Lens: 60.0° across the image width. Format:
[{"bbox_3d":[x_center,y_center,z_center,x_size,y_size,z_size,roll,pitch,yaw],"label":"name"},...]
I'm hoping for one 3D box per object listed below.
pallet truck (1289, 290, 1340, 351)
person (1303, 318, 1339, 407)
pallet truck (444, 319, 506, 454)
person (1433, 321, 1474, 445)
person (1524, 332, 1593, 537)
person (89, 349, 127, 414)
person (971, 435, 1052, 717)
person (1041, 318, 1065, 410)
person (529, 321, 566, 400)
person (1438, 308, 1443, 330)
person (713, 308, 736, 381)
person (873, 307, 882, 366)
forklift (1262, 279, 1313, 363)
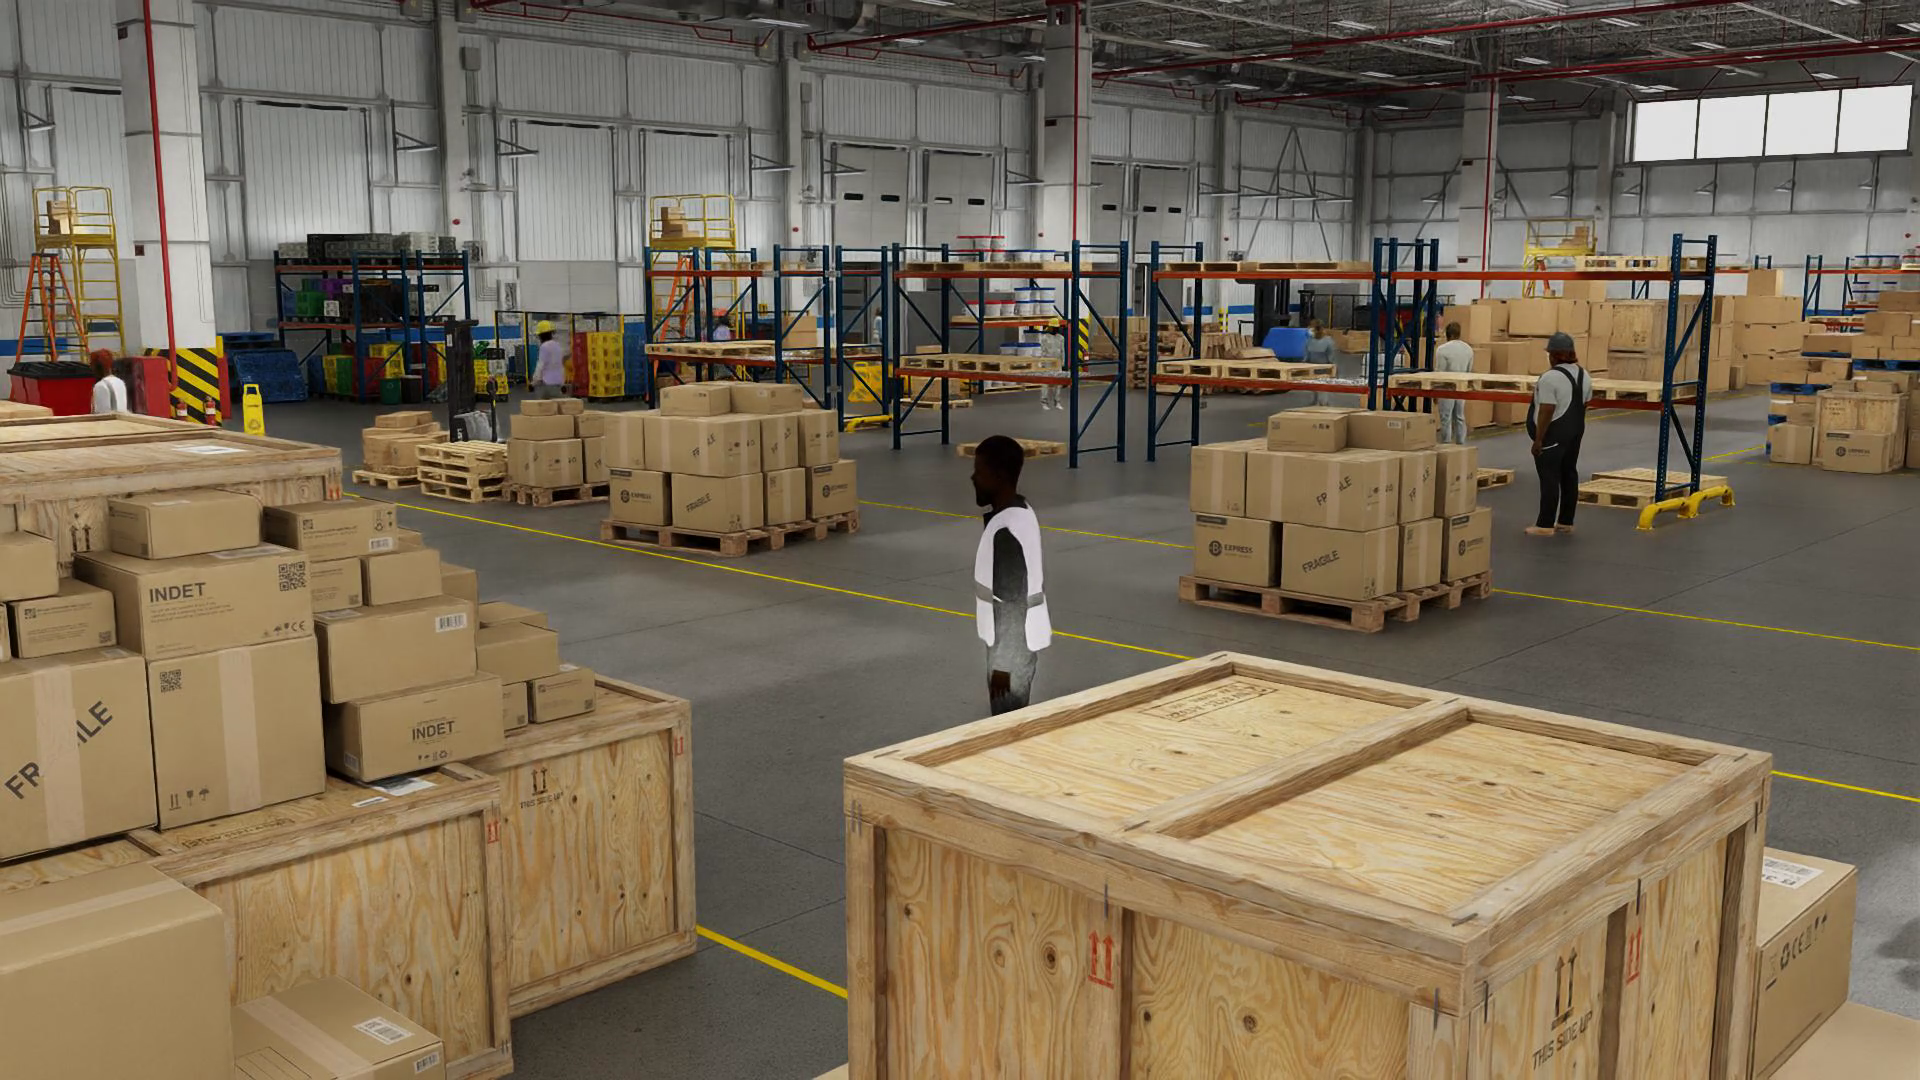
[{"bbox_3d":[11.297,-6.951,52.861,1.885,1.965,0.823,-5,11,-29],"label":"pallet truck"},{"bbox_3d":[5.486,-2.405,25.239,0.407,1.921,0.694,-5,10,-27],"label":"person"},{"bbox_3d":[-6.981,-1.942,22.150,1.885,1.965,0.823,1,9,9],"label":"pallet truck"},{"bbox_3d":[6.850,-2.067,23.144,0.623,1.932,0.368,-5,10,-28],"label":"person"},{"bbox_3d":[5.911,-1.055,16.582,0.678,2.000,0.537,-6,11,-33],"label":"person"},{"bbox_3d":[-8.676,-1.047,17.144,0.903,1.856,0.585,-1,9,-4],"label":"person"},{"bbox_3d":[0.231,0.482,7.533,0.370,1.916,0.597,1,9,4],"label":"person"},{"bbox_3d":[1.758,-3.317,31.383,0.485,1.739,0.319,-3,10,-20],"label":"person"},{"bbox_3d":[-6.399,-2.470,25.834,1.033,1.856,0.604,1,9,5],"label":"person"},{"bbox_3d":[12.836,-5.355,44.008,0.374,1.682,0.555,-3,10,-18],"label":"person"},{"bbox_3d":[-4.461,-3.428,31.519,0.431,1.907,0.584,-7,12,-37],"label":"person"},{"bbox_3d":[-2.158,-5.383,44.385,0.313,1.633,0.520,-1,9,-9],"label":"person"},{"bbox_3d":[8.555,-6.090,44.881,1.873,2.768,1.129,9,13,43],"label":"forklift"}]
